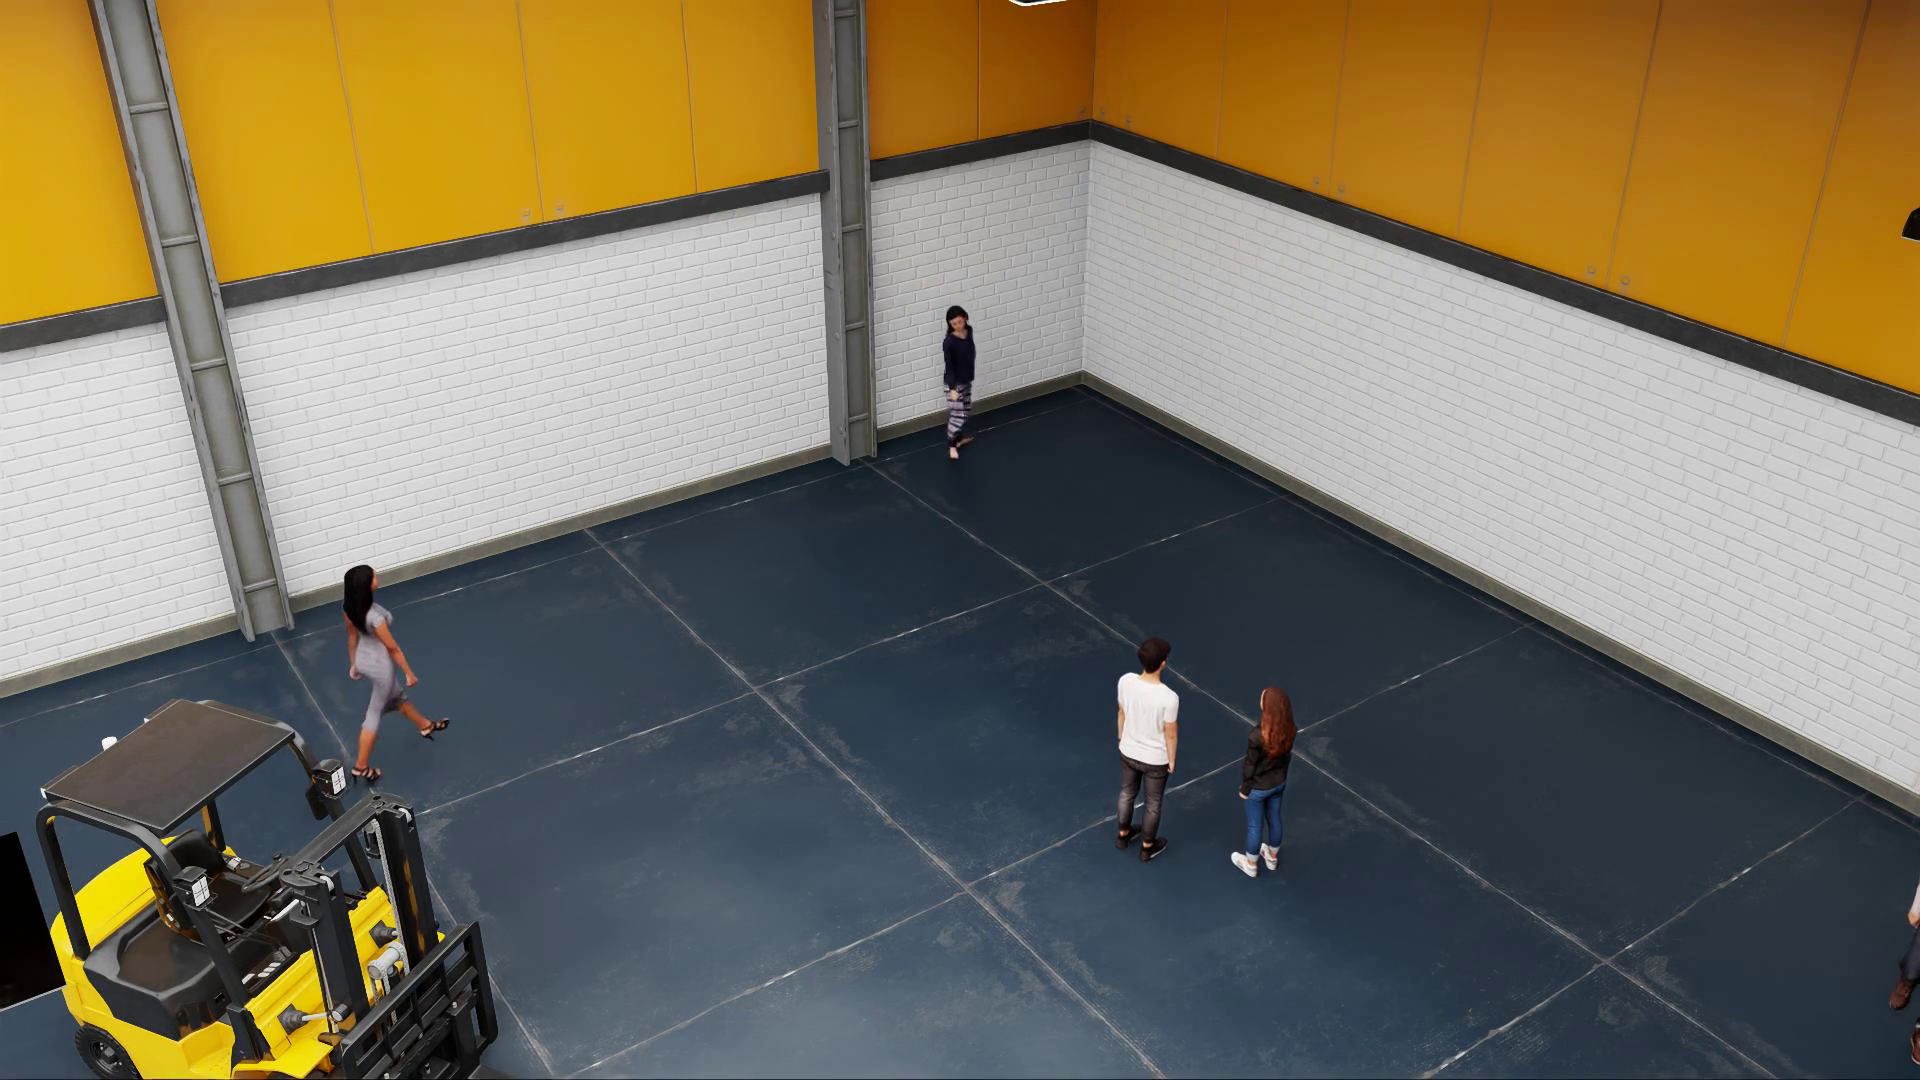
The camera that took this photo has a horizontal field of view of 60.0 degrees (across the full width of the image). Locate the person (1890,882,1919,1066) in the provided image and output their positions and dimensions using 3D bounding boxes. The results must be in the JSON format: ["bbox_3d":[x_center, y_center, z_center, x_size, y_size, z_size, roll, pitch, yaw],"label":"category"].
[{"bbox_3d":[5.899,2.231,9.837,0.862,1.856,0.969,14,31,24],"label":"person"}]

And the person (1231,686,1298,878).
[{"bbox_3d":[2.086,1.638,11.315,0.445,1.481,0.605,-18,33,-29],"label":"person"}]

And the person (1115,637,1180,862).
[{"bbox_3d":[1.266,1.428,11.453,0.674,1.717,0.638,19,34,31],"label":"person"}]

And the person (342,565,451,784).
[{"bbox_3d":[-4.342,1.029,12.167,0.802,1.734,1.165,22,36,35],"label":"person"}]

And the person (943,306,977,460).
[{"bbox_3d":[-0.013,-1.675,17.156,0.888,1.703,0.660,11,31,20],"label":"person"}]
